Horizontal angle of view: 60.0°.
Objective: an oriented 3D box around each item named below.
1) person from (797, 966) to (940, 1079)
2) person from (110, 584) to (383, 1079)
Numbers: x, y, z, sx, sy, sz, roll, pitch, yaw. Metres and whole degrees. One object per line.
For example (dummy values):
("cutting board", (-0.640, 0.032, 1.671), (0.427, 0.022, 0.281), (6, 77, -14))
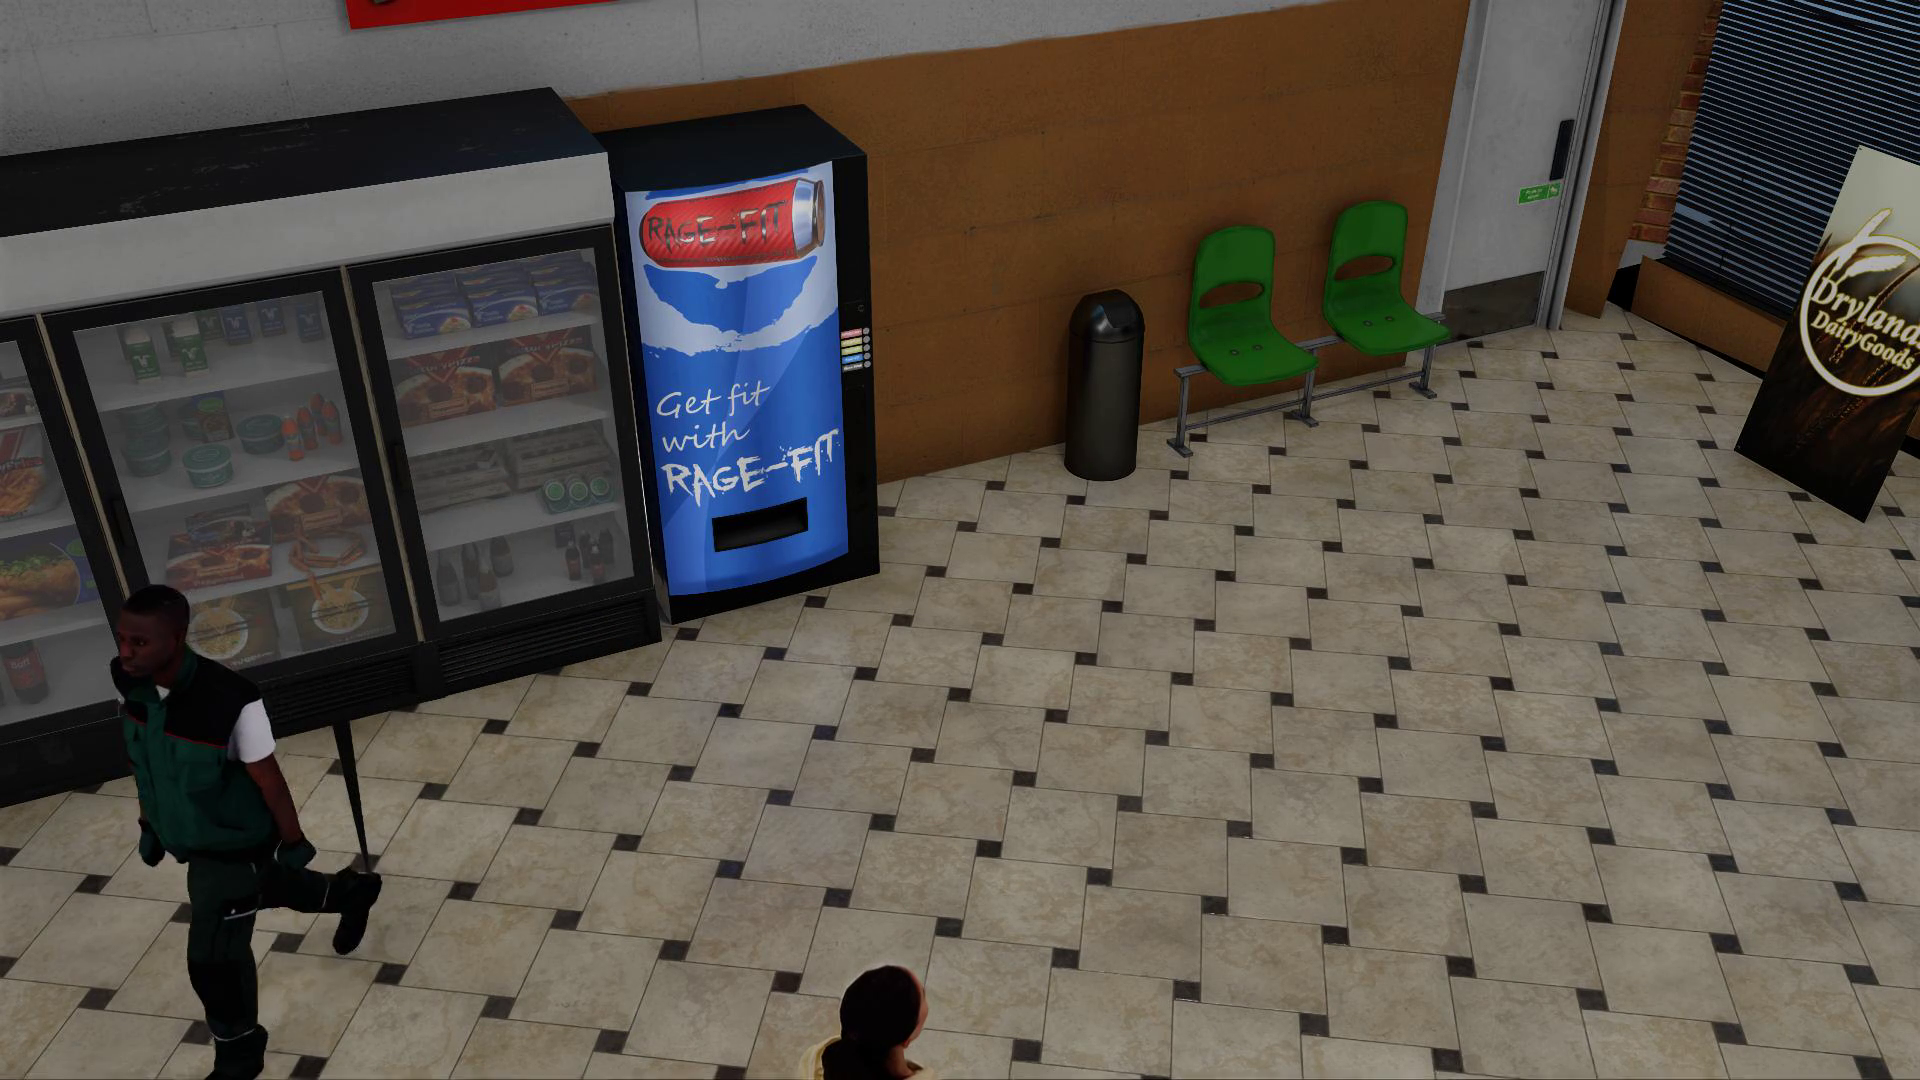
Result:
("person", (-0.169, 1.668, 4.082), (0.699, 1.632, 0.787), (16, 35, 23))
("person", (-2.248, 0.865, 5.206), (1.220, 1.809, 1.186), (16, 35, 24))
